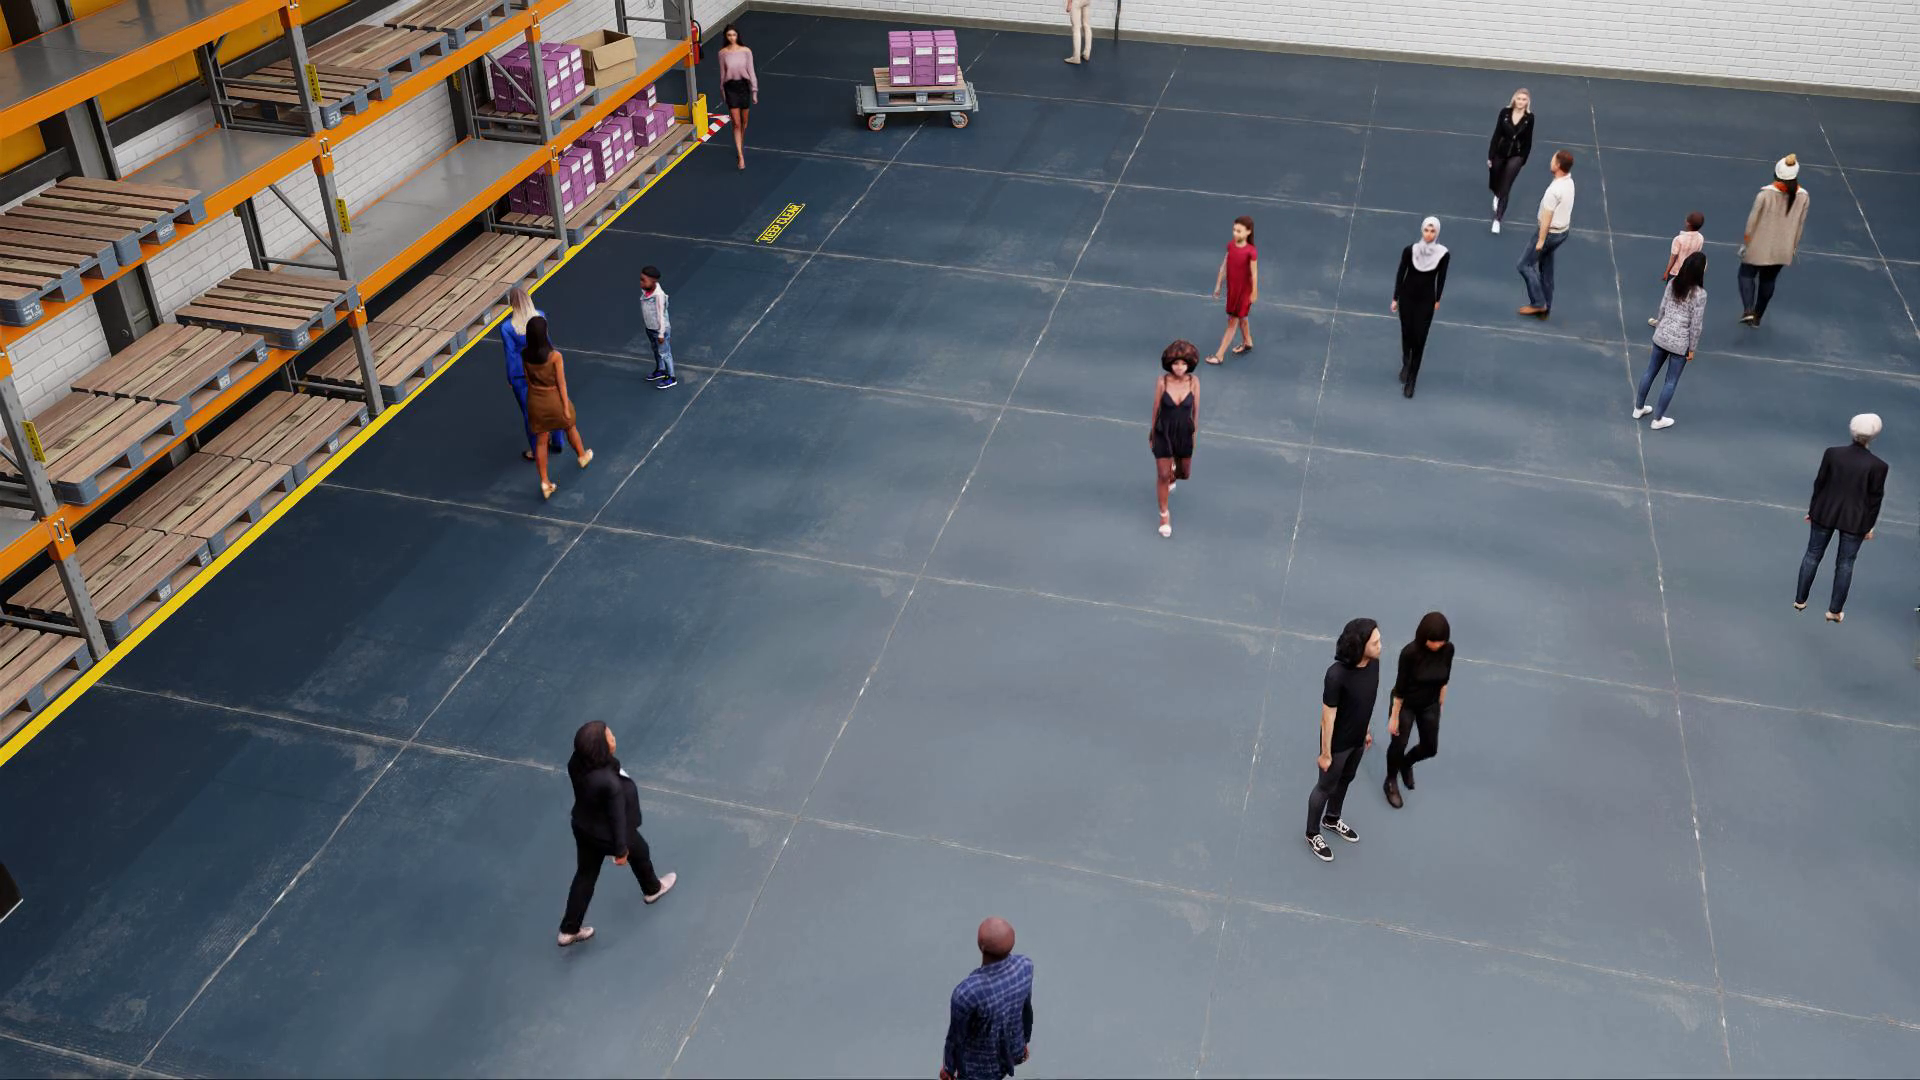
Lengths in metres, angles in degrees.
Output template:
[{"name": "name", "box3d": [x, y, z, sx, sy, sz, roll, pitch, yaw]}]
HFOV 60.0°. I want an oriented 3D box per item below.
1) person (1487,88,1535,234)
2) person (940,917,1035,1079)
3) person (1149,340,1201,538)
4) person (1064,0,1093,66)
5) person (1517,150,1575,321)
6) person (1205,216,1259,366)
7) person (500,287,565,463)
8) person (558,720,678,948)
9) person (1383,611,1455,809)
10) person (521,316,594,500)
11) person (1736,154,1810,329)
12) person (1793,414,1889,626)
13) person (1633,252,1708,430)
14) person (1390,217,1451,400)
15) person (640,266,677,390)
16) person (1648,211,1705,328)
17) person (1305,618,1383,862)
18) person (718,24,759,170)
[{"name": "person", "box3d": [6.445, -4.503, 19.564, 0.732, 1.663, 1.073, 14, 36, 21]}, {"name": "person", "box3d": [0.209, 2.699, 8.610, 1.120, 1.793, 1.080, -26, 41, -33]}, {"name": "person", "box3d": [1.788, -0.895, 14.036, 0.700, 1.773, 0.922, -1, 34, -1]}, {"name": "person", "box3d": [1.790, -8.027, 24.700, 0.690, 1.847, 0.797, -27, 42, -34]}, {"name": "person", "box3d": [6.237, -3.135, 17.346, 0.848, 1.840, 0.744, 28, 43, 35]}, {"name": "person", "box3d": [2.864, -2.550, 16.759, 1.062, 1.516, 0.897, -26, 41, -33]}, {"name": "person", "box3d": [-3.865, -1.499, 15.011, 0.651, 1.701, 0.760, -29, 43, -36]}, {"name": "person", "box3d": [-2.229, 1.818, 10.132, 0.964, 1.577, 1.226, 25, 41, 33]}, {"name": "person", "box3d": [3.037, 1.069, 11.218, 0.702, 1.622, 0.750, -5, 34, -7]}, {"name": "person", "box3d": [-3.625, -1.125, 14.491, 0.579, 1.654, 0.948, 8, 35, 12]}, {"name": "person", "box3d": [8.359, -3.034, 17.159, 0.760, 1.878, 0.846, 8, 35, 12]}, {"name": "person", "box3d": [6.667, -0.154, 12.496, 0.834, 1.784, 0.760, 29, 43, 36]}, {"name": "person", "box3d": [6.670, -1.877, 15.554, 0.742, 1.729, 0.682, -18, 38, -25]}, {"name": "person", "box3d": [4.457, -2.338, 16.229, 0.685, 1.748, 1.008, 13, 36, 19]}, {"name": "person", "box3d": [-2.971, -2.119, 16.342, 0.608, 1.258, 0.557, -22, 40, -30]}, {"name": "person", "box3d": [7.522, -2.809, 17.335, 0.574, 1.308, 0.603, -8, 34, -12]}, {"name": "person", "box3d": [2.487, 1.245, 10.758, 0.669, 1.838, 0.773, -25, 41, -32]}, {"name": "person", "box3d": [-2.834, -5.700, 21.262, 0.932, 1.777, 1.176, -6, 34, -9]}]
